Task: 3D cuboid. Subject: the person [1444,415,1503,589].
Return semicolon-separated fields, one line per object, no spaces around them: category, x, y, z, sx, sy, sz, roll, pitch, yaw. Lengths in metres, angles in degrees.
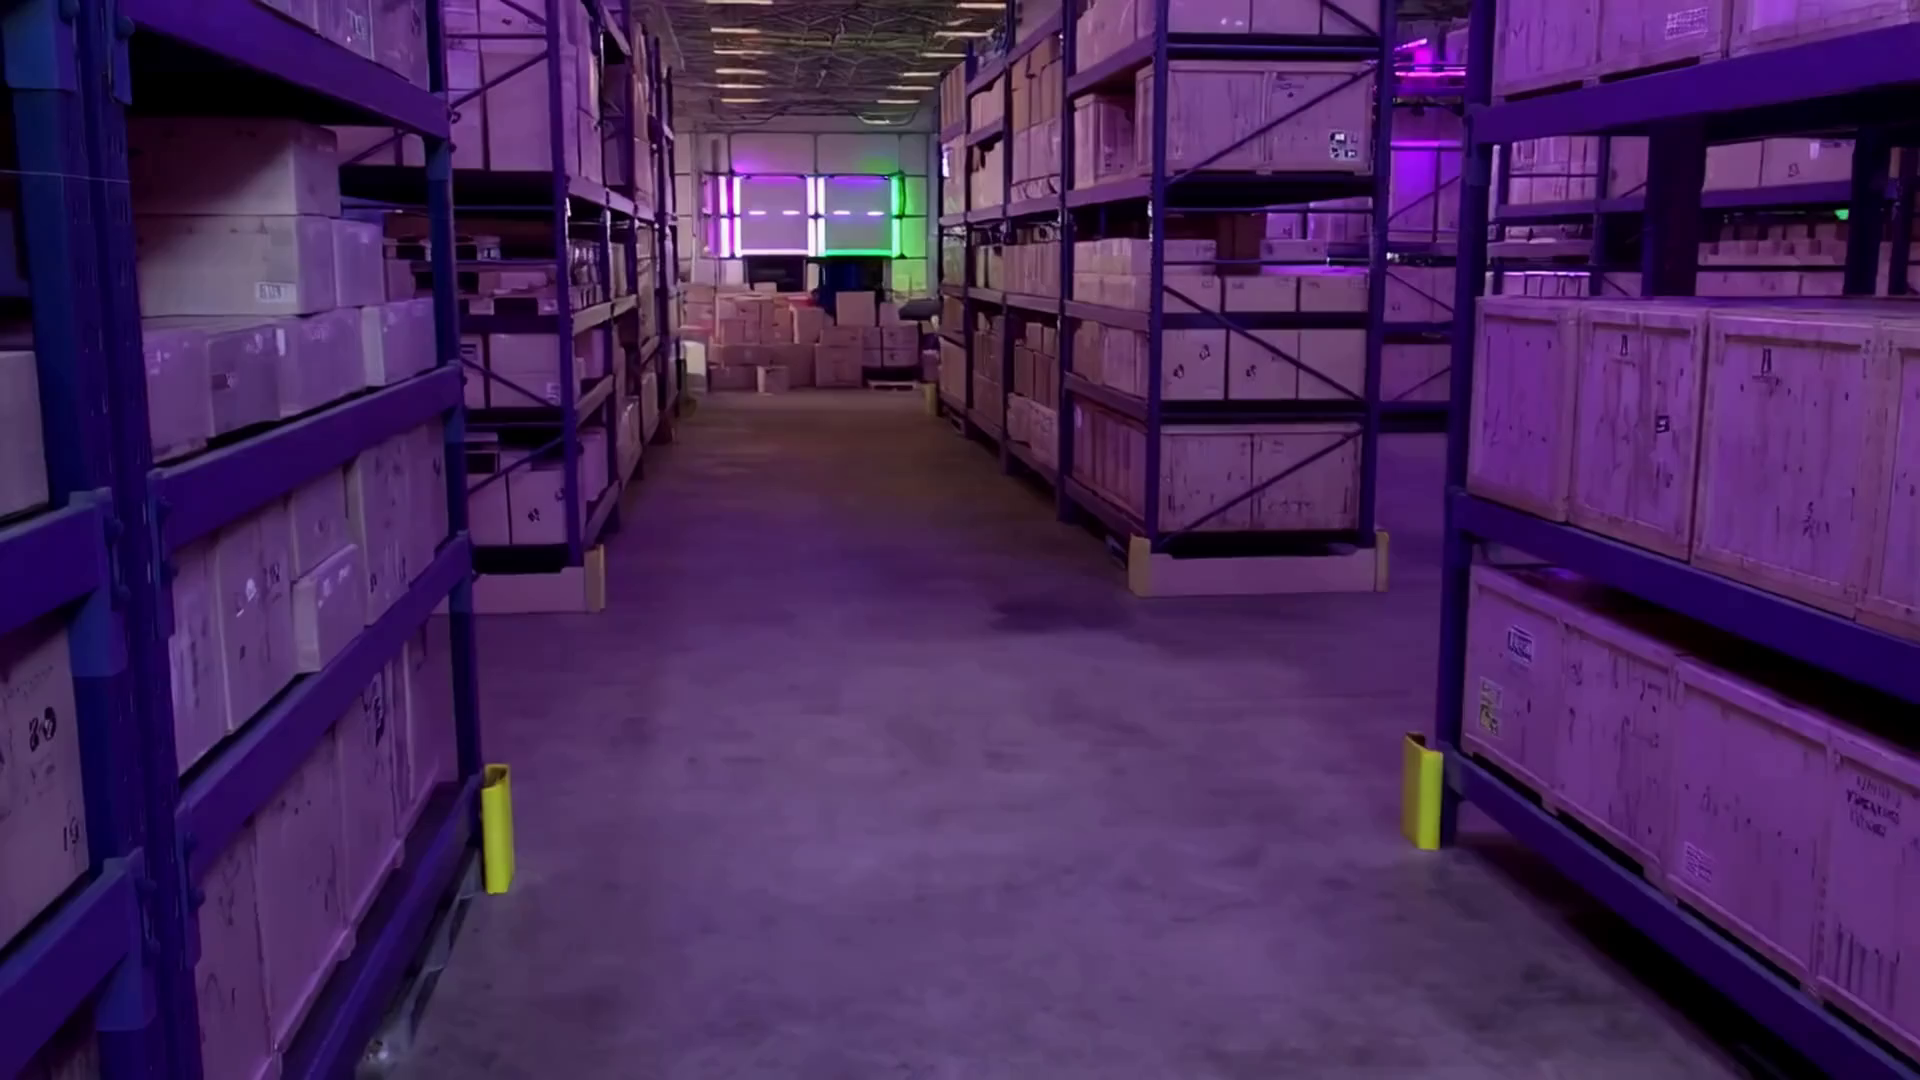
person;4.458;-0.470;14.207;0.649;1.878;0.667;4;11;22

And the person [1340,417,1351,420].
person;4.050;-1.055;18.146;0.318;1.699;0.532;-8;13;-40

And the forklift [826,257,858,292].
forklift;-3.405;-6.789;48.088;1.129;2.768;1.873;6;12;33

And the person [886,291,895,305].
person;-2.303;-7.559;56.119;0.890;1.644;0.549;3;10;18

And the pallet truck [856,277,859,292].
pallet truck;-3.782;-9.391;65.808;1.885;1.965;0.823;2;10;10

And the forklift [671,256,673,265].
forklift;-10.987;-9.066;61.344;1.129;2.768;1.873;-1;10;-7
